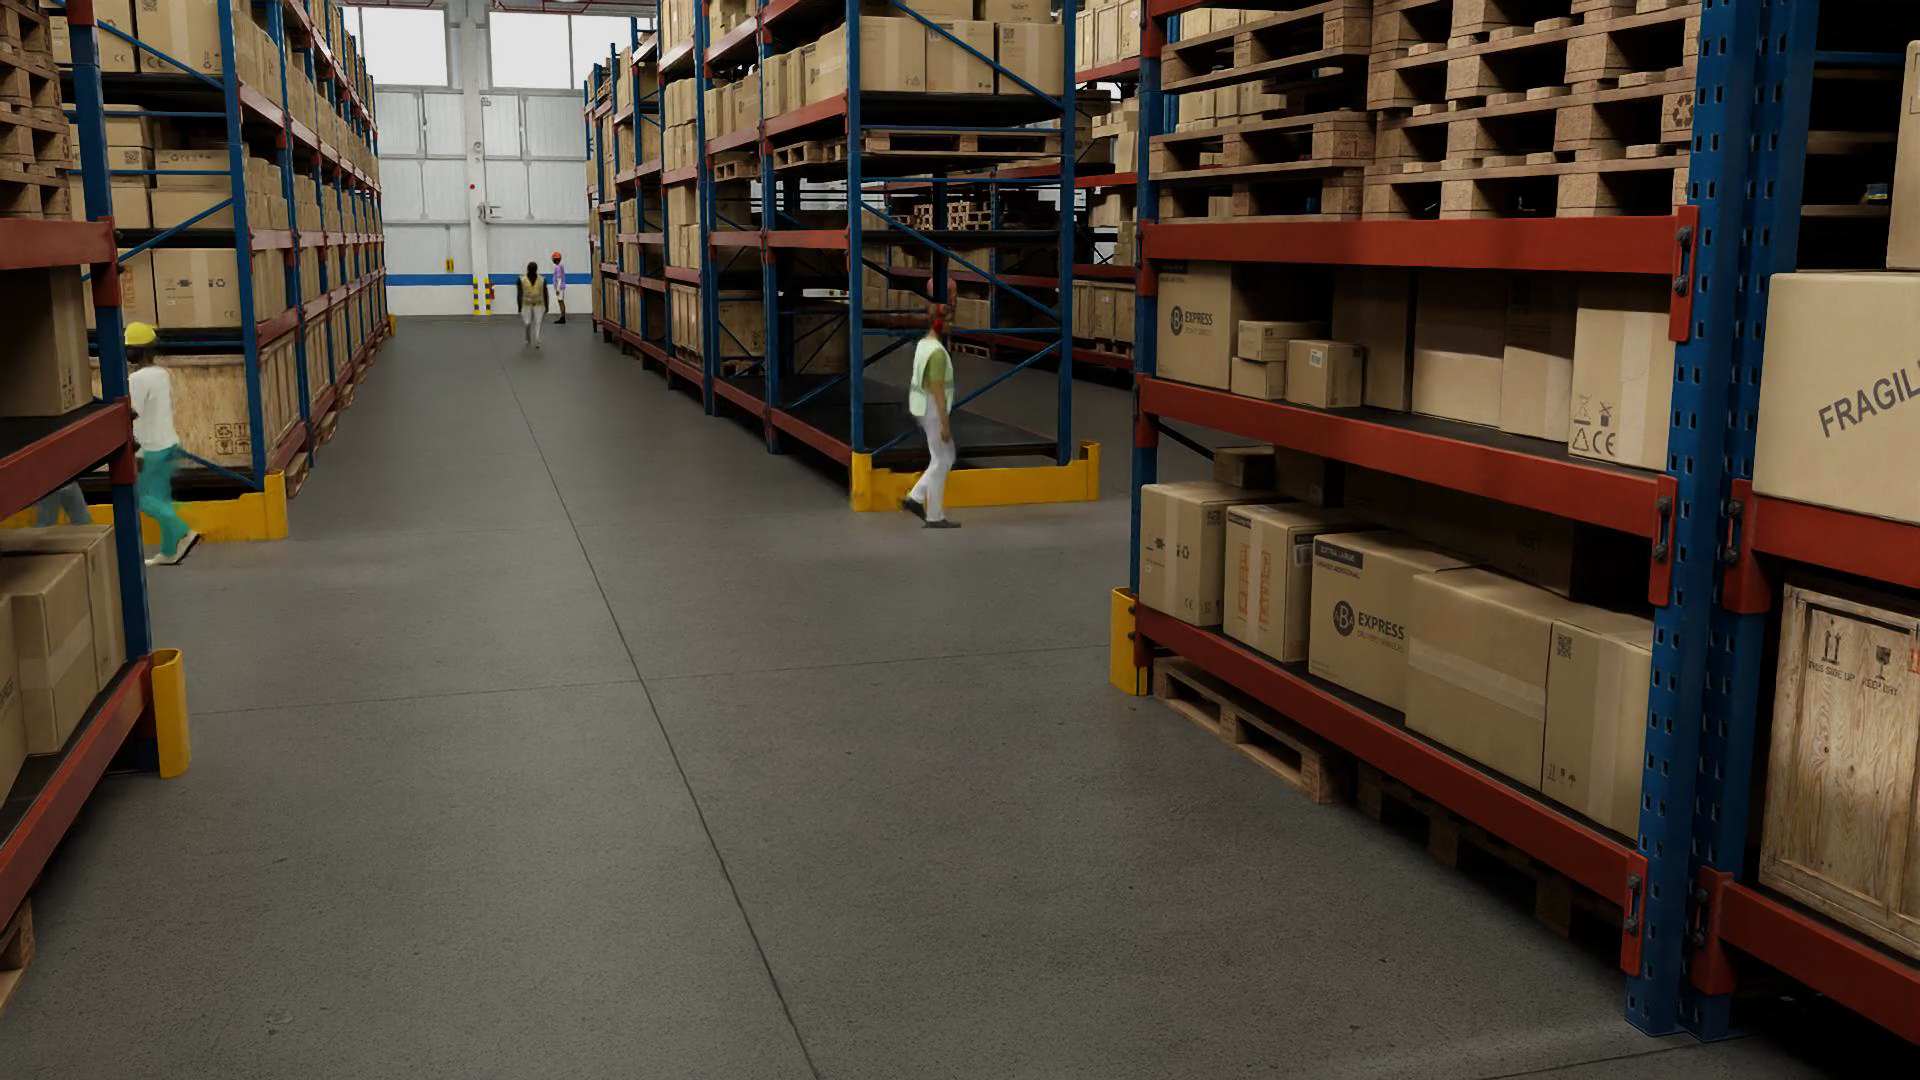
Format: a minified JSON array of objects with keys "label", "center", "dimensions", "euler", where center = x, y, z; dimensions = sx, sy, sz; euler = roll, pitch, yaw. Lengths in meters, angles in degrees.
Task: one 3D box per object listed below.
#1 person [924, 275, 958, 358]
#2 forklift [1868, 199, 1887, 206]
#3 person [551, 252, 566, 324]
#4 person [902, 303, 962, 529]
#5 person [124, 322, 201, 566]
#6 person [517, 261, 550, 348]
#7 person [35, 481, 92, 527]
[{"label":"person","center":[-0.371,-4.026,29.813],"dimensions":[0.643,1.909,0.410],"euler":[6,12,29]},{"label":"forklift","center":[11.338,-2.915,21.052],"dimensions":[1.129,2.768,1.873],"euler":[-3,11,-17]},{"label":"person","center":[-10.899,-6.841,45.155],"dimensions":[0.362,1.939,0.543],"euler":[-1,10,-7]},{"label":"person","center":[-0.189,-0.990,13.379],"dimensions":[0.443,1.827,0.588],"euler":[-2,10,-9]},{"label":"person","center":[-5.692,-0.657,11.765],"dimensions":[0.423,1.752,0.545],"euler":[0,10,-2]},{"label":"person","center":[-9.018,-4.974,35.202],"dimensions":[0.662,1.831,0.474],"euler":[-4,11,-21]},{"label":"person","center":[-5.933,-0.400,10.758],"dimensions":[0.745,1.605,0.502],"euler":[-3,11,-16]}]
